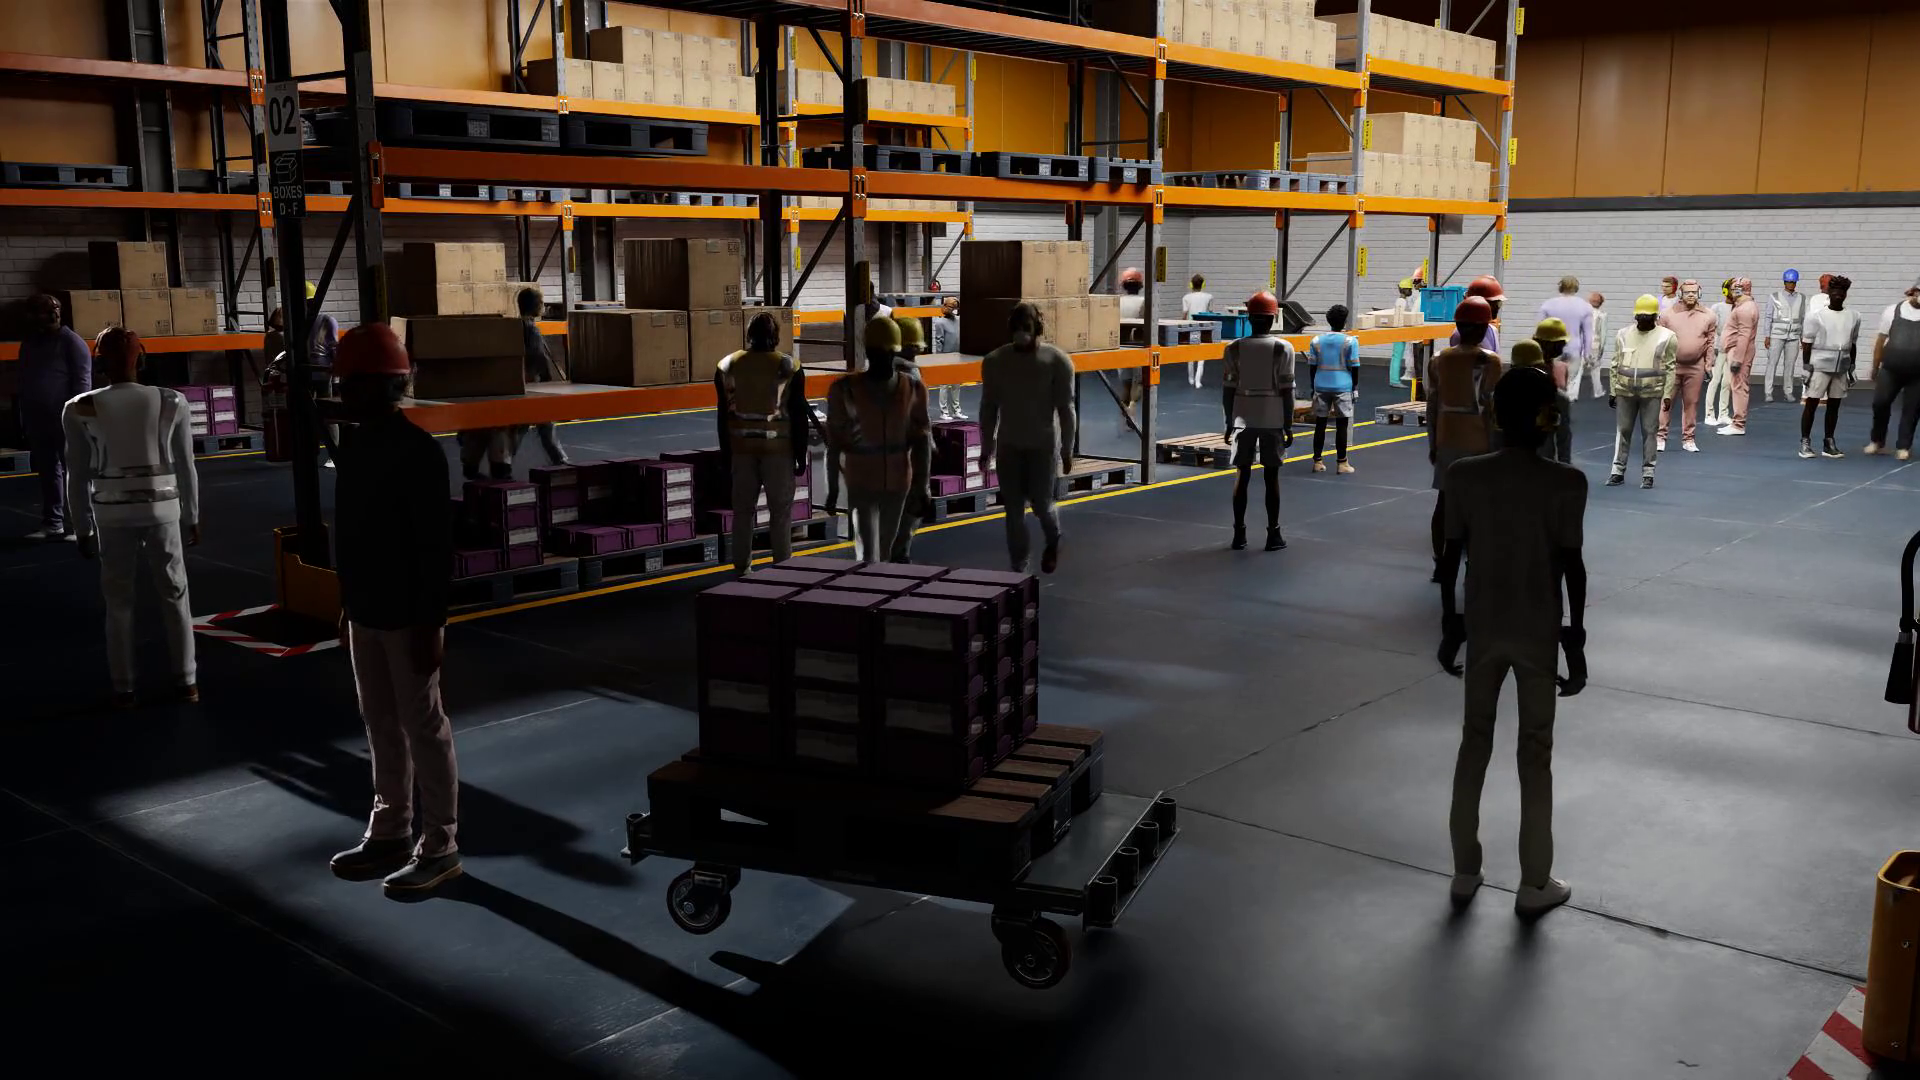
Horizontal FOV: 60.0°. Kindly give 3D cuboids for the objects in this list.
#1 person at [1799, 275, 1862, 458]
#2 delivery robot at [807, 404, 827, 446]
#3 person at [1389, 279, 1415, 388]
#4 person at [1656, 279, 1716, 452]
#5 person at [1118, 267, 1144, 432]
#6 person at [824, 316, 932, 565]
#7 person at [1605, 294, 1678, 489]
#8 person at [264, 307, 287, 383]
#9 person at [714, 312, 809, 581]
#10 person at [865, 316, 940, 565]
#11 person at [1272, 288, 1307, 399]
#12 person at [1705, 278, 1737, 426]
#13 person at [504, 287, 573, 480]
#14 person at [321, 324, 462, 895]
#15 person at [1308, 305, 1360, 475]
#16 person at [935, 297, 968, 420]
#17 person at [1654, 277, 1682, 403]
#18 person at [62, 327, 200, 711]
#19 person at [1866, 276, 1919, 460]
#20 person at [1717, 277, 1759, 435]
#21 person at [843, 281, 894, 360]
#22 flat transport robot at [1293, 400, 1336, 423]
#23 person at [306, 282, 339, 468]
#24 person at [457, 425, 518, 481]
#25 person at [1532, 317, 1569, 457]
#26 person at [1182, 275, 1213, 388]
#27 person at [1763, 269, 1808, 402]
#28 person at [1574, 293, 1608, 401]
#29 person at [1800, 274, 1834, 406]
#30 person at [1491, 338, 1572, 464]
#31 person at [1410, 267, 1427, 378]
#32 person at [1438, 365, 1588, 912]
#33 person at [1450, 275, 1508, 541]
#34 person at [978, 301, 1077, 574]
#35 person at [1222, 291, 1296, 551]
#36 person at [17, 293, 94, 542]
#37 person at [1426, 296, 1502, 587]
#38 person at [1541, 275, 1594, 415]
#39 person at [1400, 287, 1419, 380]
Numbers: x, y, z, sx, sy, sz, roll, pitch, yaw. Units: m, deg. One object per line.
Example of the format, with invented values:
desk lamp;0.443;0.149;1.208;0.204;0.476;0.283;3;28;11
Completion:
person;9.367;-1.859;17.910;0.608;1.963;0.369;0;10;-1
delivery robot;-1.599;-1.239;18.121;0.477;0.478;0.707;-1;10;-7
person;7.151;-3.334;26.880;0.328;1.765;0.527;1;10;6
person;8.020;-1.923;18.431;0.638;1.911;0.406;2;10;11
person;2.084;-2.304;20.262;0.613;2.029;0.608;5;11;24
person;-0.433;-0.313;9.375;0.587;1.864;0.984;-3;10;-18
person;6.414;-1.401;15.686;0.588;1.829;0.403;7;12;35
person;-7.277;-1.685;17.892;0.495;1.626;0.285;6;12;32
person;-1.298;-0.590;11.060;0.621;1.837;0.429;2;10;9
person;-0.446;-0.637;11.444;0.442;1.796;0.605;-7;12;-34
person;4.713;-2.942;24.773;0.927;1.719;0.537;-3;10;-15
person;9.781;-2.396;21.224;0.507;1.877;0.329;-3;11;-18
person;-3.870;-1.378;15.373;1.003;1.887;0.633;-3;10;-18
person;-2.014;0.242;5.856;0.629;1.991;0.392;8;13;38
person;3.743;-1.502;16.637;0.542;1.696;0.316;7;12;36
person;-0.115;-2.378;21.841;0.298;1.623;0.503;9;14;42
person;10.332;-2.910;24.237;0.384;1.841;0.565;-7;12;-36
person;-4.037;-0.101;8.152;0.579;1.879;0.347;-6;11;-30
person;10.108;-1.856;17.677;0.723;2.000;0.558;7;12;36
person;9.404;-2.215;20.121;0.404;1.903;0.636;5;11;28
person;-1.052;-2.063;19.276;0.594;1.904;0.426;1;10;7
flat transport robot;4.337;-1.669;21.646;0.652;0.197;1.431;9;13;40
person;-6.653;-1.690;17.083;0.588;1.918;0.396;2;10;10
person;-3.683;-0.875;13.088;0.547;1.685;0.448;2;10;13
person;4.285;-0.758;12.241;0.532;1.756;0.358;-7;12;-36
person;3.861;-3.388;27.069;0.506;1.811;1.011;2;10;10
person;12.101;-2.990;24.392;0.605;1.948;0.385;1;10;5
person;9.293;-2.840;24.555;0.529;1.581;0.895;9;14;43
person;12.350;-2.850;23.835;0.454;1.886;0.599;-3;10;-18
person;3.573;-0.422;10.463;0.494;1.708;0.827;4;11;19
person;6.419;-2.797;23.162;0.381;1.994;0.617;1;10;4
person;1.892;0.337;5.696;0.518;1.865;0.326;7;12;35
person;4.012;-1.014;12.873;0.377;2.044;0.608;8;13;40
person;0.466;-0.623;11.028;0.644;1.919;0.581;3;11;19
person;2.231;-0.883;12.427;0.542;1.939;0.359;4;11;19
person;-6.991;-0.936;12.813;0.643;1.911;0.411;3;10;17
person;3.381;-0.655;11.127;0.368;1.939;0.542;-9;13;-41
person;7.612;-2.368;20.921;0.650;1.921;0.538;4;11;21
person;7.815;-3.617;28.163;0.645;1.882;0.813;-3;10;-18
